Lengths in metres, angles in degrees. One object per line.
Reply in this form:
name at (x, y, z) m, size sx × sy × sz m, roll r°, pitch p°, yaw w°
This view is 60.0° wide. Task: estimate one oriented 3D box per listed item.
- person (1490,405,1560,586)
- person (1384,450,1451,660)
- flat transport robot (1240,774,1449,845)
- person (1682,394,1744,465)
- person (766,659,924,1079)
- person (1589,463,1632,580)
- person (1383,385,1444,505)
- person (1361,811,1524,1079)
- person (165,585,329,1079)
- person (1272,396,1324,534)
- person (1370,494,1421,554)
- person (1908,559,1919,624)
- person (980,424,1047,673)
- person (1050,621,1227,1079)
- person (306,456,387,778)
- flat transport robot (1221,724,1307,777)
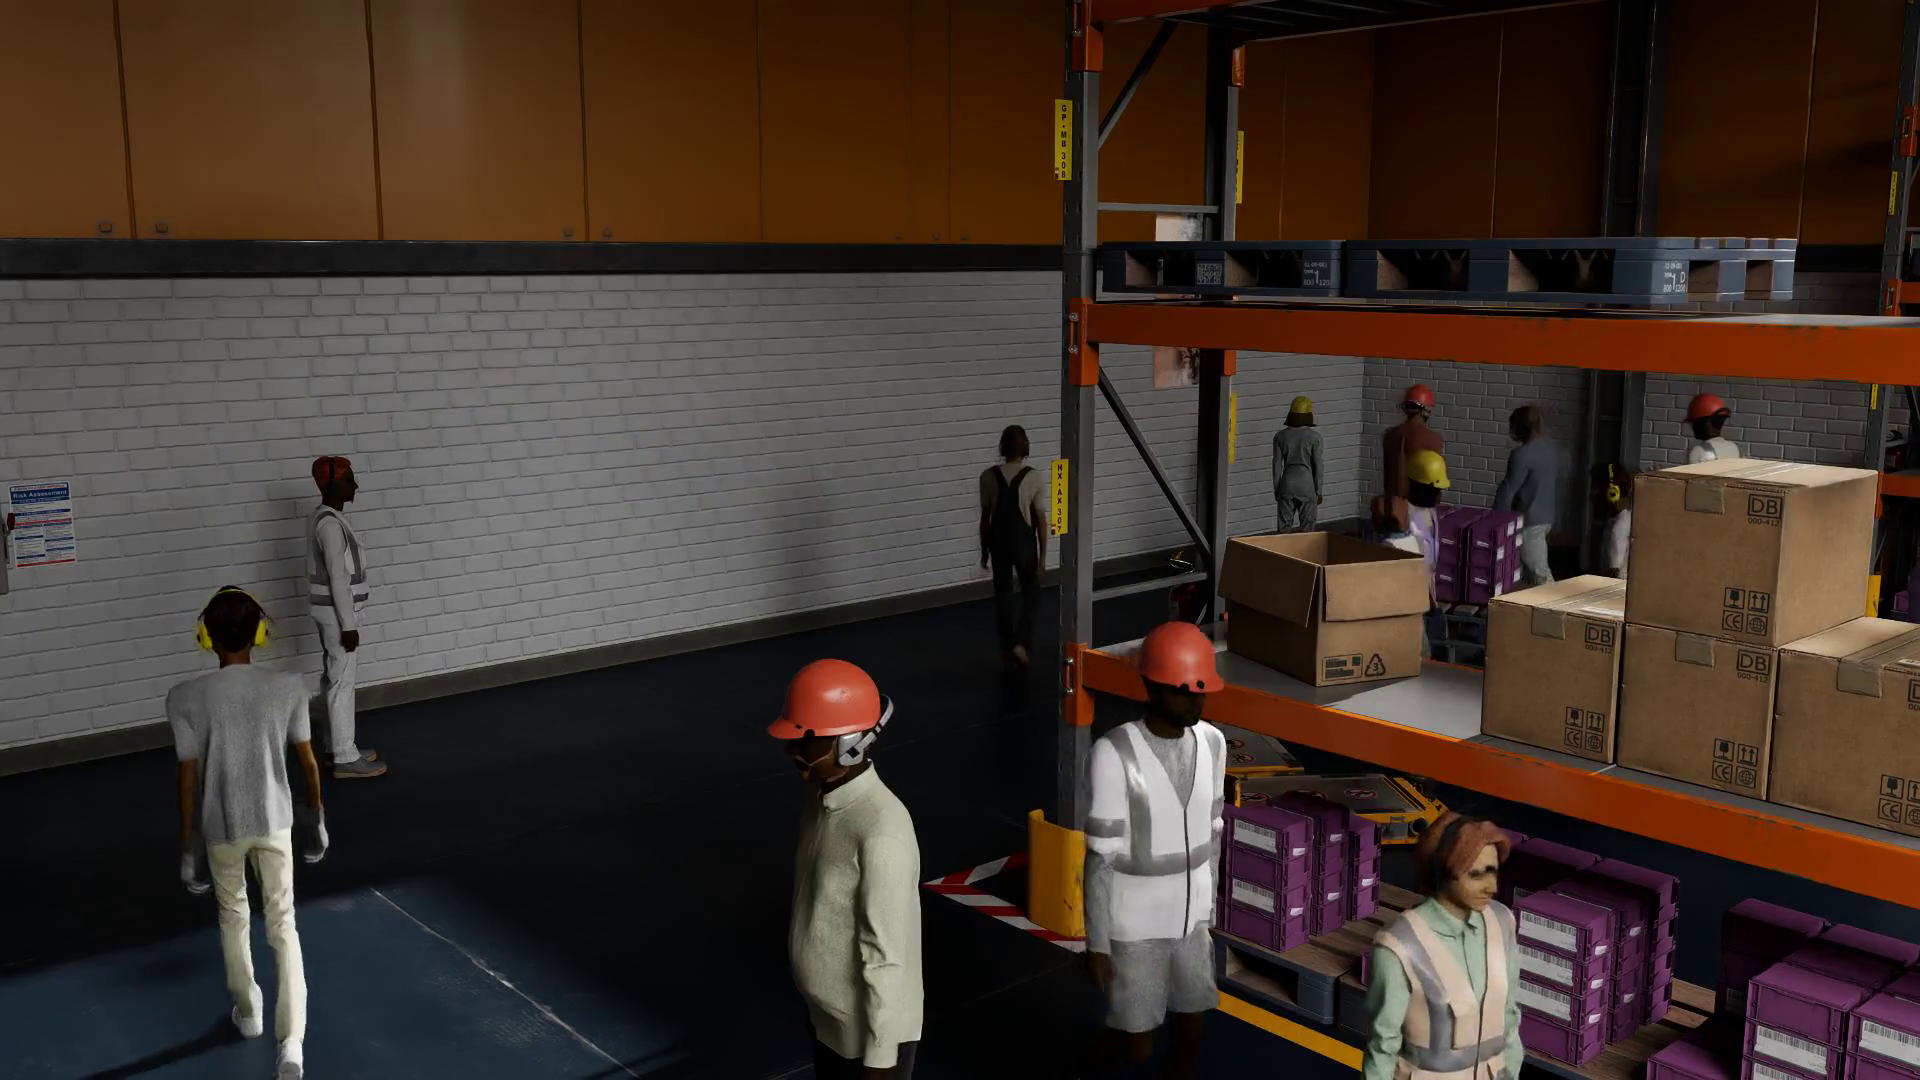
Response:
person at (4.390, -0.119, 13.078) m, size 1.019 × 1.870 × 0.617 m, roll 8°, pitch 12°, yaw 38°
person at (2.706, 0.347, 10.347) m, size 0.818 × 1.879 × 0.649 m, roll 6°, pitch 12°, yaw 32°
flat transport robot at (1.883, 1.424, 8.714) m, size 1.431 × 0.197 × 0.652 m, roll -1°, pitch 10°, yaw -5°
person at (5.529, -0.067, 12.332) m, size 0.637 × 2.016 × 0.492 m, roll -7°, pitch 12°, yaw -35°
person at (-0.308, 1.290, 4.509) m, size 0.404 × 1.987 × 0.608 m, roll -4°, pitch 11°, yaw -24°
person at (3.987, 0.454, 9.882) m, size 0.818 × 1.830 × 0.507 m, roll 3°, pitch 10°, yaw 18°
person at (3.863, -0.315, 13.916) m, size 0.806 × 1.964 × 0.631 m, roll -8°, pitch 12°, yaw -38°
person at (1.244, 1.494, 4.340) m, size 0.531 × 1.631 × 0.315 m, roll -6°, pitch 11°, yaw -32°
person at (-2.618, 1.080, 6.178) m, size 0.525 × 1.835 × 0.910 m, roll -5°, pitch 11°, yaw -29°
person at (3.155, -0.471, 15.503) m, size 0.483 × 1.745 × 0.299 m, roll 5°, pitch 11°, yaw 28°
person at (2.568, 0.530, 9.999) m, size 0.524 × 1.626 × 0.398 m, roll -9°, pitch 13°, yaw -43°
person at (4.706, 0.723, 7.944) m, size 0.630 × 1.940 × 0.370 m, roll -9°, pitch 13°, yaw -43°
person at (0.381, 0.077, 12.031) m, size 0.524 × 1.832 × 0.459 m, roll 3°, pitch 10°, yaw 15°
person at (0.597, 1.178, 5.335) m, size 0.564 × 1.920 × 0.655 m, roll -6°, pitch 12°, yaw -33°
person at (-3.618, 0.447, 9.727) m, size 0.355 × 1.882 × 0.575 m, roll -5°, pitch 11°, yaw -28°
flat transport robot at (1.518, 1.255, 9.703) m, size 0.652 × 0.197 × 1.431 m, roll -1°, pitch 10°, yaw -5°
